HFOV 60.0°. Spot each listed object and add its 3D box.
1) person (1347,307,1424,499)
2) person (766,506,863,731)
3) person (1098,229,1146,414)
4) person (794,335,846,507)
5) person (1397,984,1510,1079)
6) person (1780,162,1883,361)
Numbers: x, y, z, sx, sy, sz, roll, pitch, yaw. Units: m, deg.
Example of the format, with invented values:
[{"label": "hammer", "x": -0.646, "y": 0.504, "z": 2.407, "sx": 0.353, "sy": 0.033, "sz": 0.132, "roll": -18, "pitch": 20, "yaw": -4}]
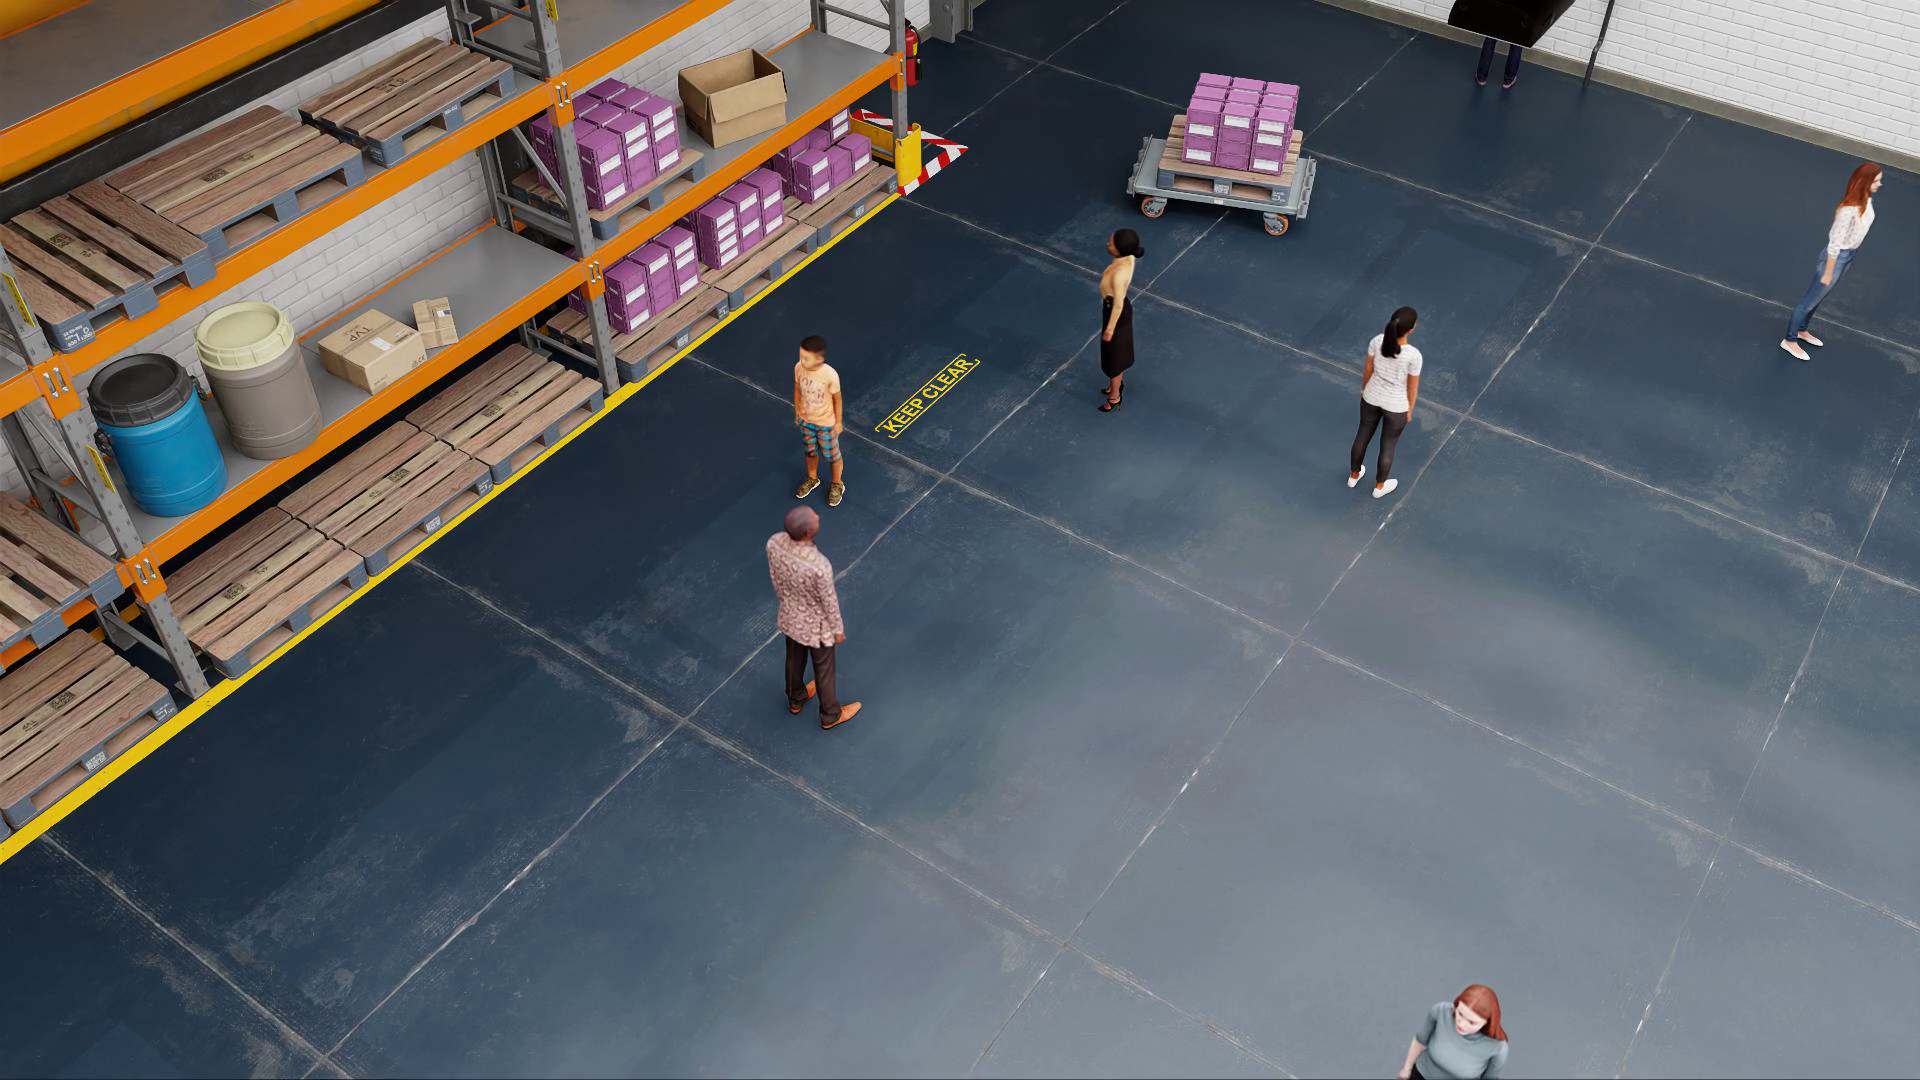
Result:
[{"label": "person", "x": 3.126, "y": -1.021, "z": 12.207, "sx": 0.575, "sy": 1.646, "sz": 0.533, "roll": 29, "pitch": 51, "yaw": 27}, {"label": "person", "x": -0.960, "y": 0.489, "z": 10.506, "sx": 0.675, "sy": 1.807, "sz": 0.583, "roll": 28, "pitch": 50, "yaw": 26}, {"label": "person", "x": 1.217, "y": -1.712, "z": 12.928, "sx": 0.704, "sy": 1.653, "sz": 0.586, "roll": 10, "pitch": 44, "yaw": 10}, {"label": "person", "x": -1.037, "y": -0.901, "z": 12.215, "sx": 0.574, "sy": 1.460, "sz": 0.550, "roll": 15, "pitch": 46, "yaw": 15}, {"label": "person", "x": 2.397, "y": 2.698, "z": 8.234, "sx": 0.592, "sy": 1.742, "sz": 0.557, "roll": 31, "pitch": 51, "yaw": 28}, {"label": "person", "x": 7.081, "y": -2.281, "z": 13.470, "sx": 0.668, "sy": 1.728, "sz": 0.503, "roll": 34, "pitch": 53, "yaw": 31}]
